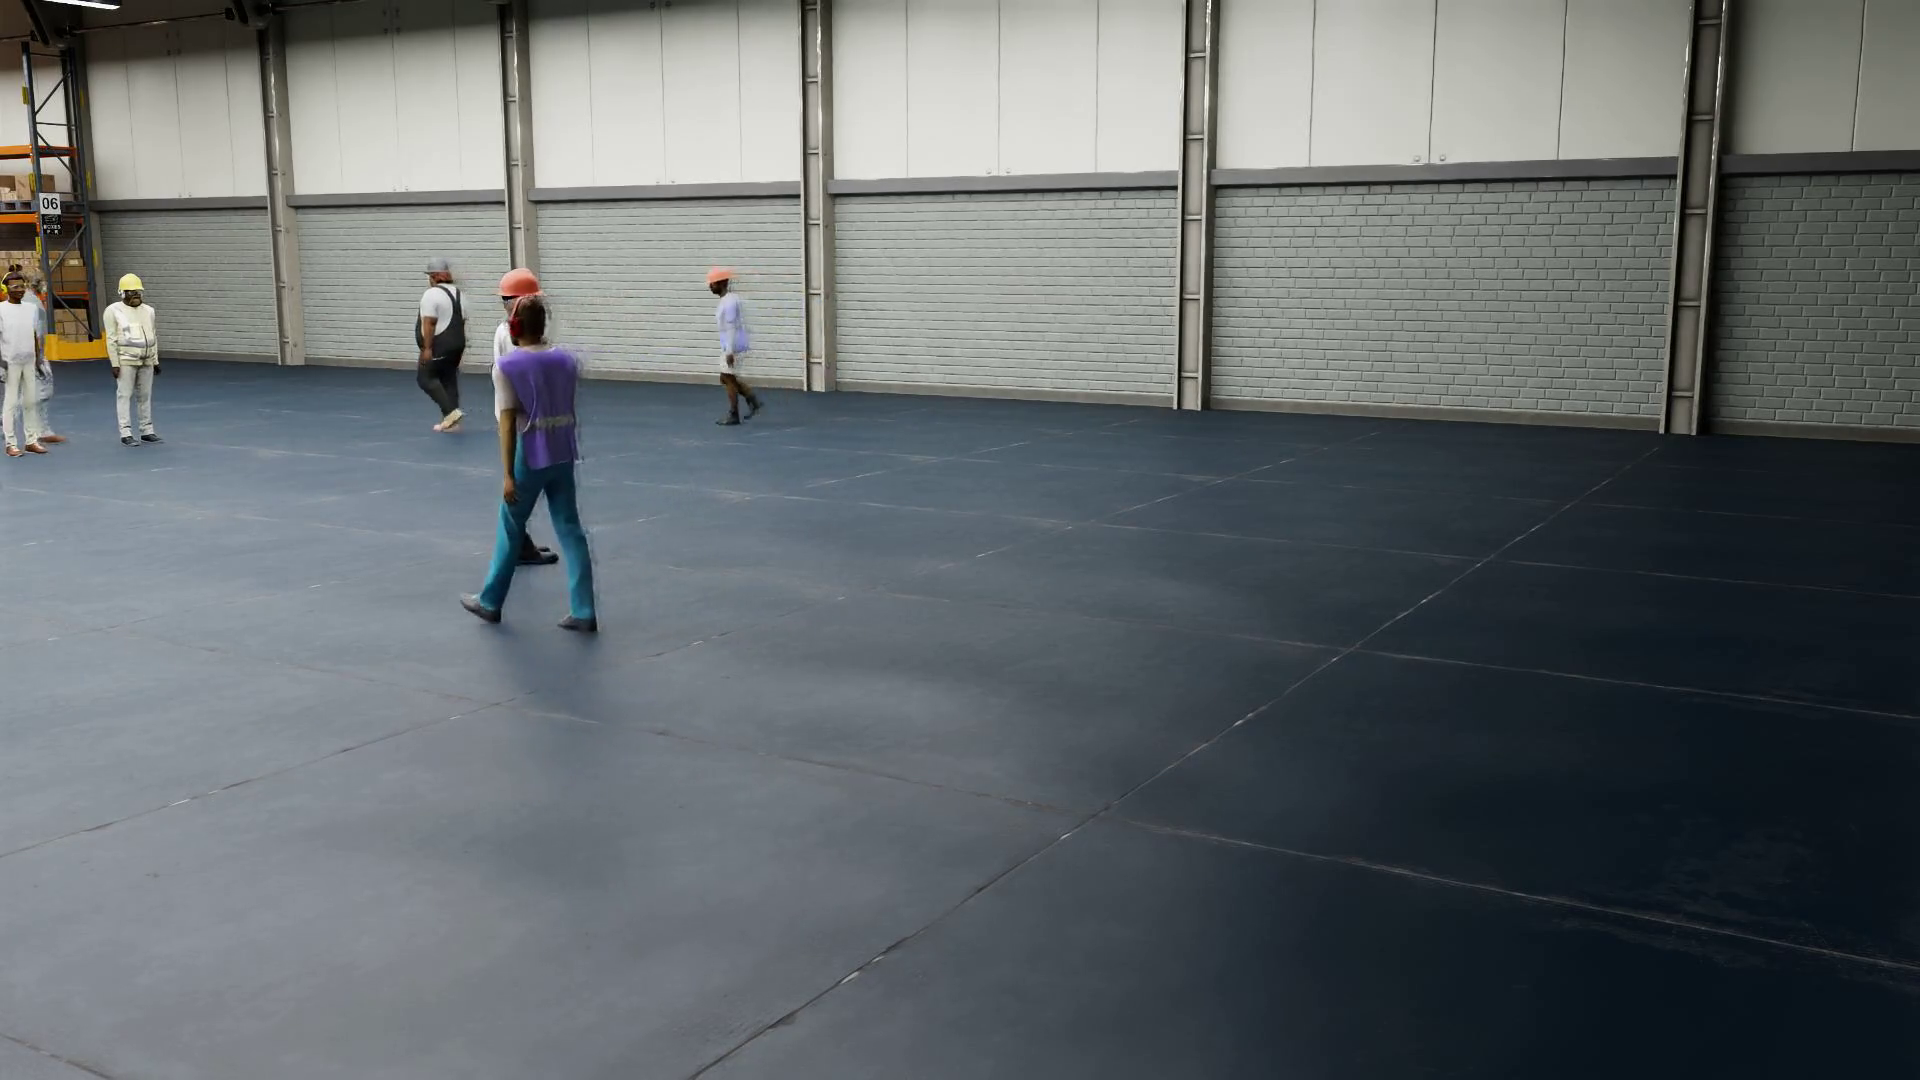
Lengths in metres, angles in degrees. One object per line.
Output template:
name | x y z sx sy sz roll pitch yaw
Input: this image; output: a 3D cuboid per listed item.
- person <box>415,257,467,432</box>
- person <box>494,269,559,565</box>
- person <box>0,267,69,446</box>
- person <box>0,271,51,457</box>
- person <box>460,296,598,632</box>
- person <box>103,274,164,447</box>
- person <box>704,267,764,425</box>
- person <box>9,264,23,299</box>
person | -5.955 -2.240 19.054 0.536 2.000 0.703 3 10 18
person | -2.878 -0.810 10.977 0.362 1.939 0.542 -4 10 -21
person | -9.925 -1.932 17.643 0.622 1.903 0.700 -7 12 -37
person | -9.551 -1.788 16.912 0.325 1.871 0.516 5 11 26
person | -2.351 -0.408 9.021 0.940 1.799 0.619 7 12 35
person | -8.828 -1.925 17.814 0.404 1.834 0.592 5 11 27
person | -2.735 -2.314 19.911 0.603 1.905 0.550 -3 10 -17
person | -17.897 -4.307 31.657 0.321 1.871 0.532 -7 12 -35
